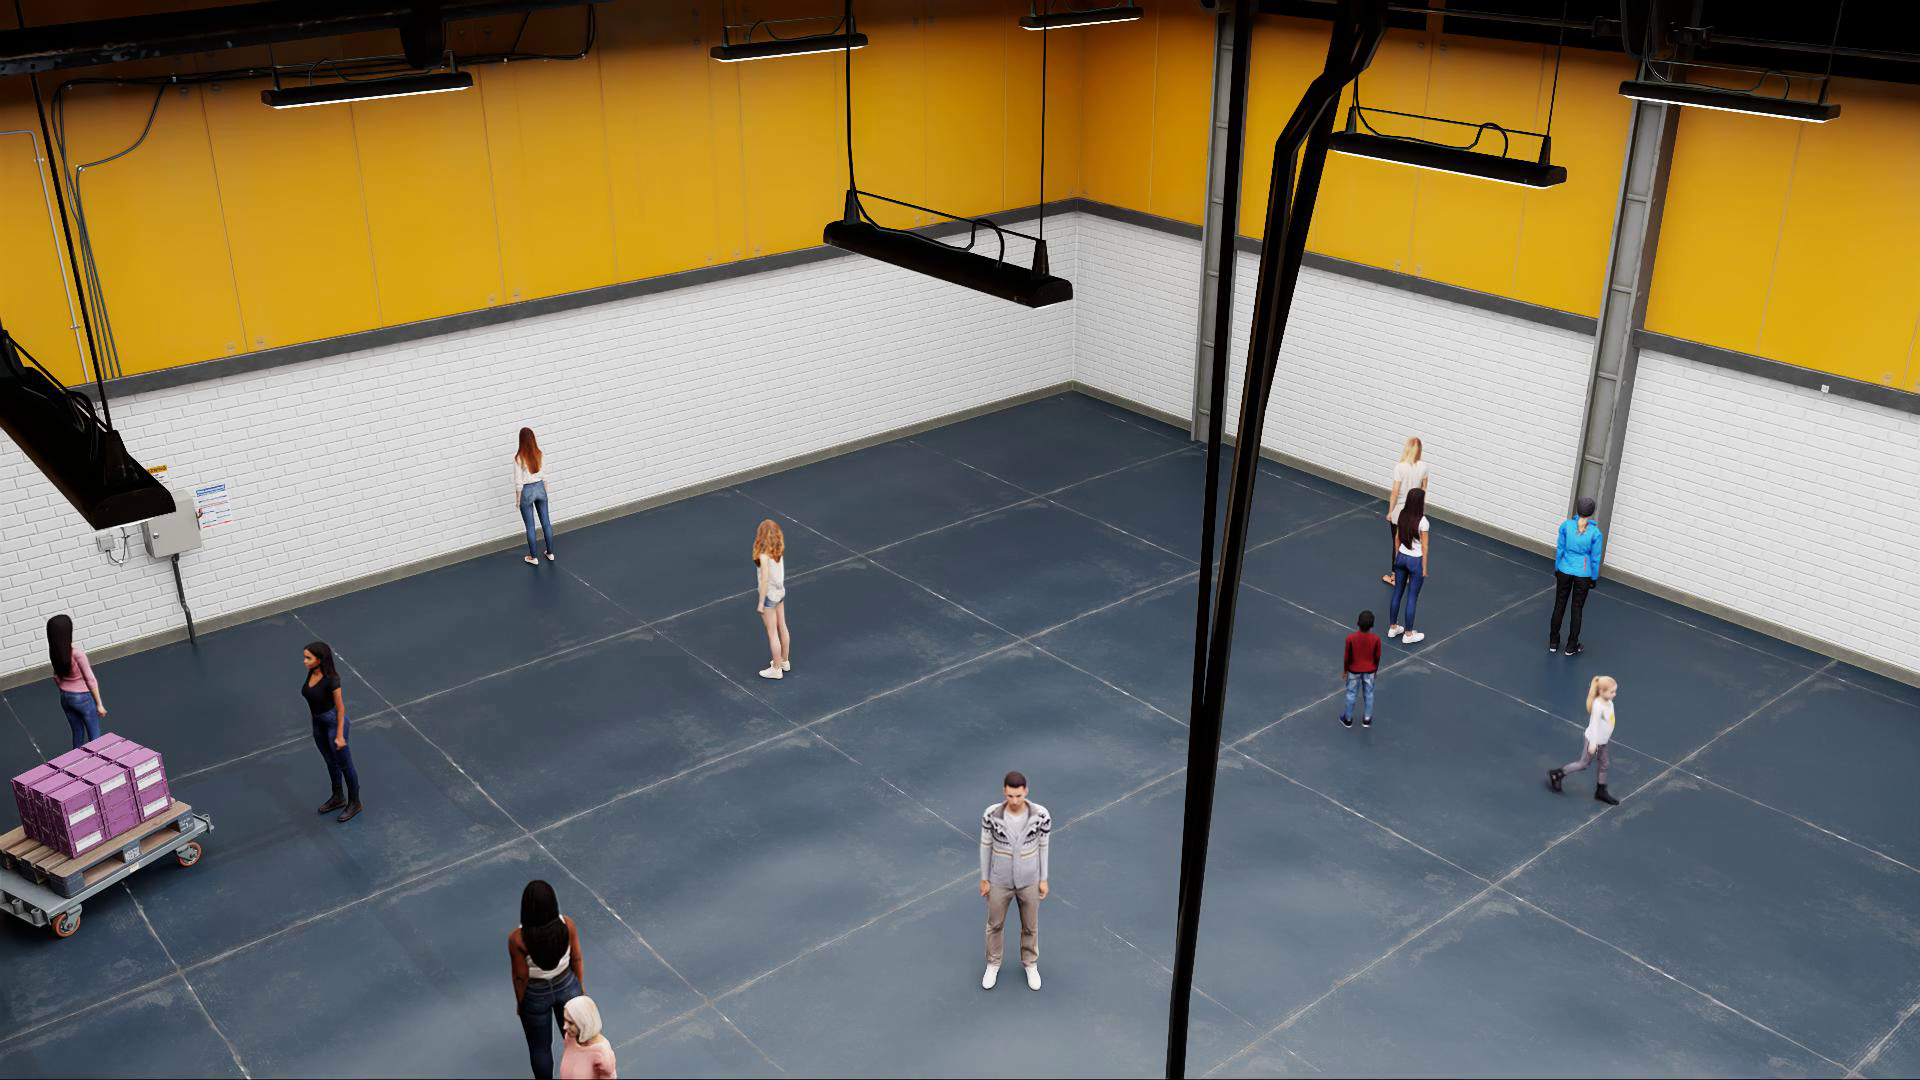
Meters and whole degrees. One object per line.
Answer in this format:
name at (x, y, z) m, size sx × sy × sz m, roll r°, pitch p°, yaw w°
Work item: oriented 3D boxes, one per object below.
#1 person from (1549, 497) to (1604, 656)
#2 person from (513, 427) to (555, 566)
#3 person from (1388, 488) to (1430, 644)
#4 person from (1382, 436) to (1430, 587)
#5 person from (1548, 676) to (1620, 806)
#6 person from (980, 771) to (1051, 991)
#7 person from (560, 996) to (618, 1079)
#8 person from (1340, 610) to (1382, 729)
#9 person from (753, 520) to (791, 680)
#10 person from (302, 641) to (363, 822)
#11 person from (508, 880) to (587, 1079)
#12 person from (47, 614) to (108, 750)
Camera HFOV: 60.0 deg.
person at (6.584, 0.376, 17.816) m, size 0.523 × 1.797 × 0.718 m, roll 18°, pitch 29°, yaw 35°
person at (-5.135, -0.544, 20.005) m, size 0.573 × 1.728 × 0.503 m, roll -18°, pitch 29°, yaw -35°
person at (4.889, 0.265, 18.098) m, size 0.672 × 1.774 × 0.491 m, roll -14°, pitch 27°, yaw -29°
person at (5.218, -0.335, 19.406) m, size 0.684 × 1.826 × 0.694 m, roll -4°, pitch 24°, yaw -9°
person at (5.755, 1.804, 15.215) m, size 0.906 × 1.264 × 0.595 m, roll 19°, pitch 30°, yaw 37°
person at (0.417, 2.568, 12.721) m, size 0.763 × 1.861 × 0.797 m, roll 0°, pitch 24°, yaw 0°
person at (-2.326, 3.596, 10.538) m, size 0.539 × 1.725 × 0.710 m, roll 17°, pitch 29°, yaw 34°
person at (3.967, 1.270, 16.445) m, size 0.582 × 1.255 × 0.635 m, roll 1°, pitch 24°, yaw 1°
person at (-1.939, 0.608, 17.332) m, size 0.653 × 1.759 × 0.644 m, roll 10°, pitch 26°, yaw 22°
person at (-5.634, 1.682, 14.899) m, size 0.548 × 1.740 × 0.669 m, roll 15°, pitch 28°, yaw 31°
person at (-2.829, 3.136, 11.487) m, size 0.705 × 1.808 × 0.684 m, roll -11°, pitch 26°, yaw -23°
person at (-8.155, 1.471, 15.379) m, size 0.615 × 1.742 × 0.717 m, roll 7°, pitch 25°, yaw 15°
